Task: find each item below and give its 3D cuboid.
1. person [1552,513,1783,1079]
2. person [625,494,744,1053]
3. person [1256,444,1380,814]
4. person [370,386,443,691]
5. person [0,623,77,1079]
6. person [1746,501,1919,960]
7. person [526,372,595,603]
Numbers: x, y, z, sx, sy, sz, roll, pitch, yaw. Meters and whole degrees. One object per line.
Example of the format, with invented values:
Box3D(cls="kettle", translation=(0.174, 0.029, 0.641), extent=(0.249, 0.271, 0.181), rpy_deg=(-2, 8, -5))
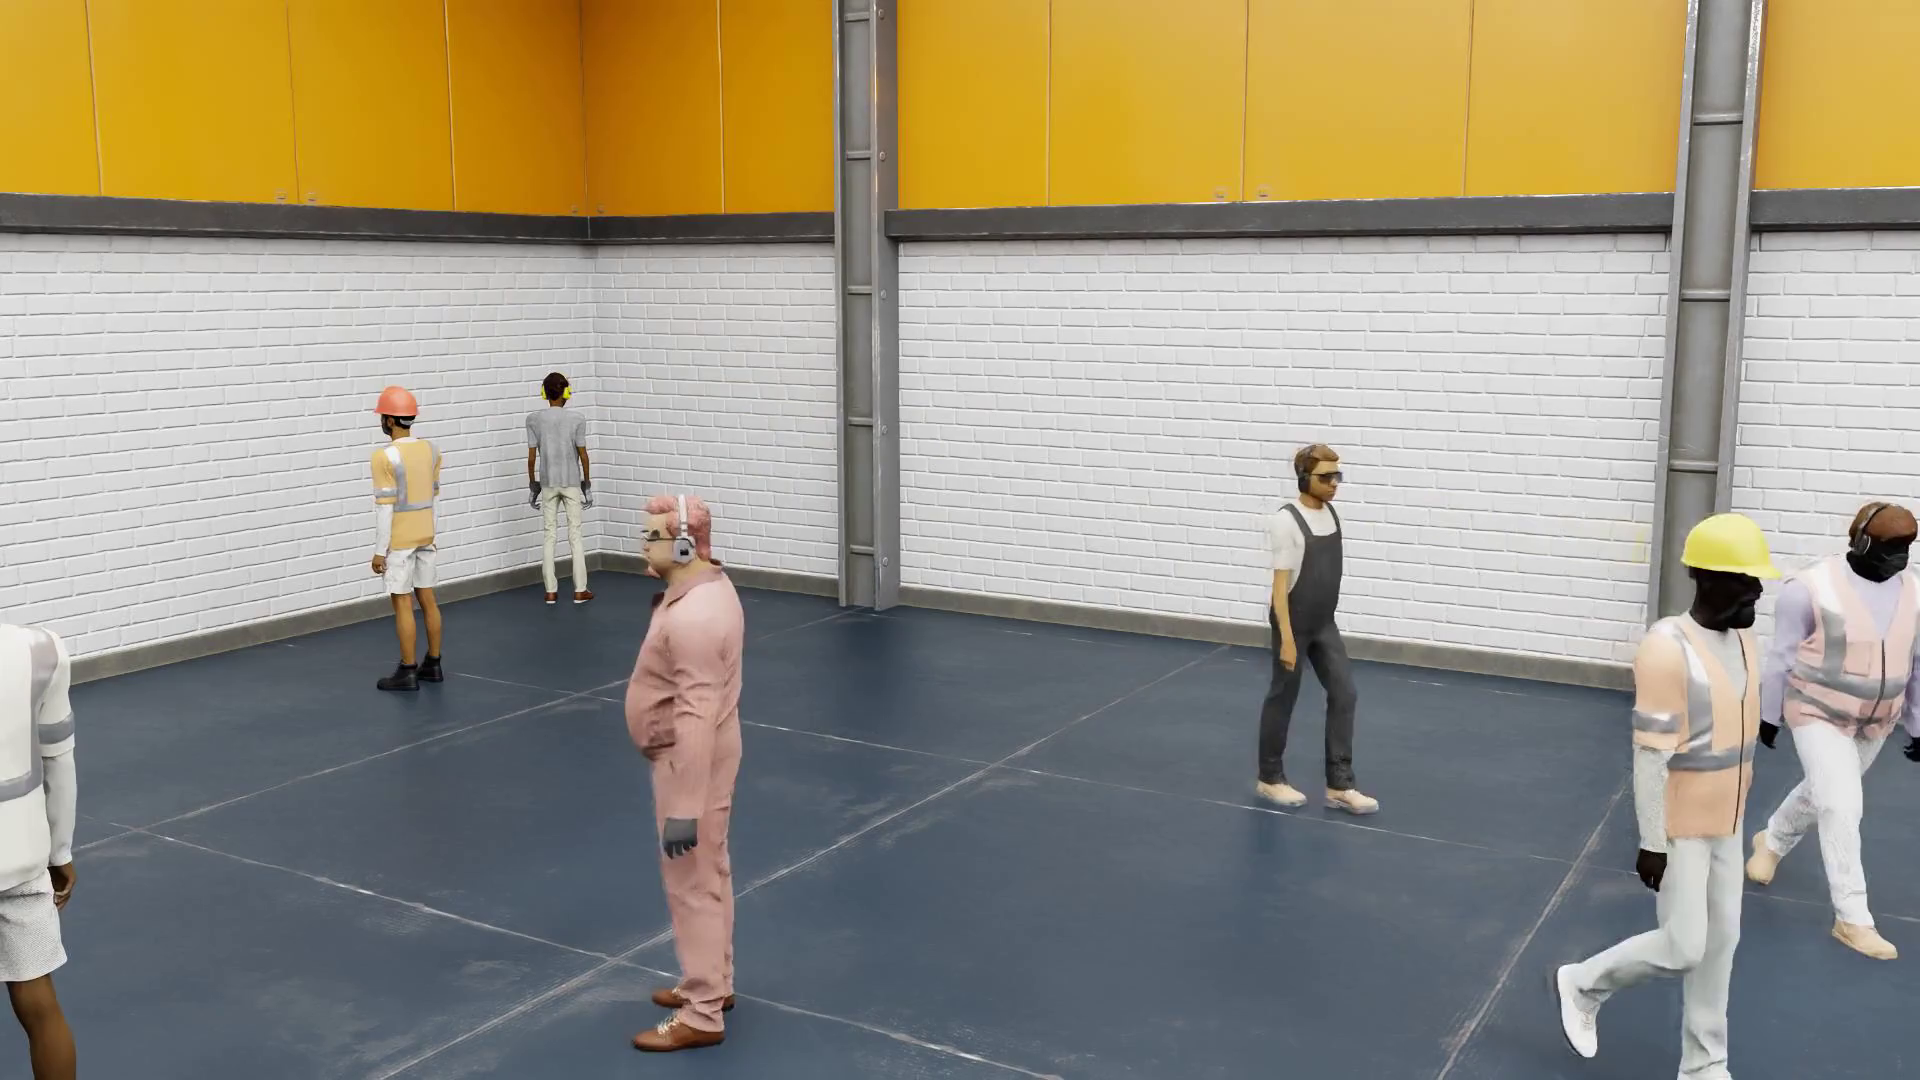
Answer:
Box3D(cls="person", translation=(2.298, 0.852, 5.290), extent=(0.600, 1.914, 0.616), rpy_deg=(-7, 11, -36))
Box3D(cls="person", translation=(-0.942, 0.788, 5.730), extent=(0.405, 1.907, 0.692), rpy_deg=(-1, 9, -4))
Box3D(cls="person", translation=(1.759, 0.449, 8.080), extent=(0.548, 1.817, 0.773), rpy_deg=(-8, 12, -40))
Box3D(cls="person", translation=(-3.535, -0.009, 10.583), extent=(0.354, 1.942, 0.545), rpy_deg=(4, 10, 23))
Box3D(cls="person", translation=(-2.729, 0.902, 4.571), extent=(0.365, 2.048, 0.608), rpy_deg=(5, 10, 28))
Box3D(cls="person", translation=(3.569, 0.689, 6.801), extent=(0.632, 1.782, 0.968), rpy_deg=(-1, 9, -7))
Box3D(cls="person", translation=(-3.214, -0.415, 13.367), extent=(0.518, 1.865, 0.328), rpy_deg=(0, 9, -2))
